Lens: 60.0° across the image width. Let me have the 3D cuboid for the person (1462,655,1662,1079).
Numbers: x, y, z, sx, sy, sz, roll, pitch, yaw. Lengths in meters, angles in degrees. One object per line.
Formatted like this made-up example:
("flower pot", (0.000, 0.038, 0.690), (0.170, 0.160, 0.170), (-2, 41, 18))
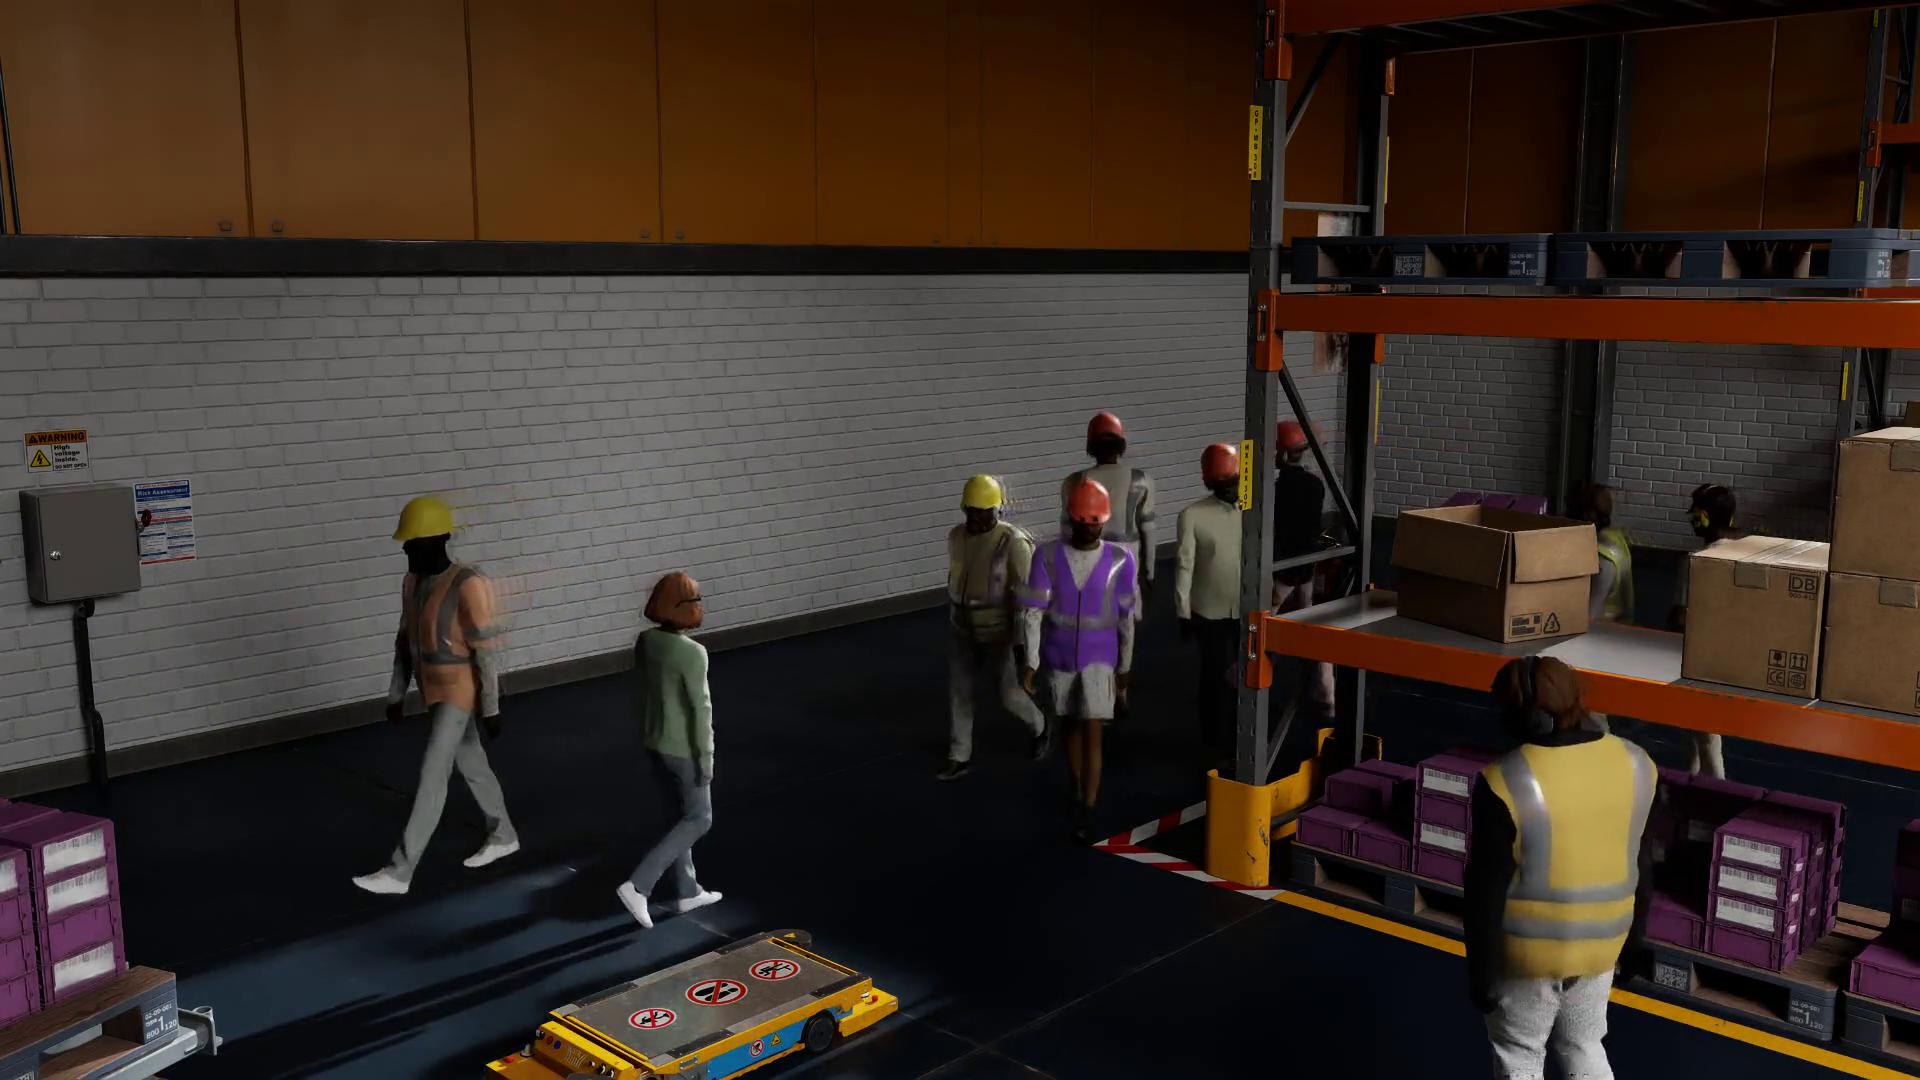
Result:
("person", (1.813, 1.241, 5.016), (0.641, 1.806, 0.595), (-2, 9, -12))

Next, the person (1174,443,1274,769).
("person", (1.560, 0.389, 9.801), (0.700, 1.953, 0.532), (-3, 10, -17))

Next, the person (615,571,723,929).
("person", (-1.305, 0.942, 7.438), (0.588, 1.618, 0.507), (-9, 13, -44))

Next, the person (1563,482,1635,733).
("person", (3.355, 0.603, 8.877), (0.436, 1.830, 0.642), (4, 10, 22))

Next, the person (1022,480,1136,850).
("person", (0.617, 0.620, 8.618), (0.560, 1.873, 1.025), (2, 9, 11))

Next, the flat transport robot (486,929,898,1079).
("flat transport robot", (-0.969, 1.810, 6.227), (0.652, 0.197, 1.431), (9, 13, 43))

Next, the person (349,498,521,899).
("person", (-2.519, 0.733, 7.925), (0.618, 1.871, 0.992), (9, 13, 43))

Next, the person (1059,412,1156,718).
("person", (0.952, 0.190, 10.774), (0.637, 2.031, 0.589), (1, 9, 9))

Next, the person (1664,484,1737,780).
("person", (3.805, 0.621, 8.700), (0.550, 1.840, 0.769), (-4, 10, -25))

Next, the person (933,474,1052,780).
("person", (0.223, 0.487, 9.716), (0.618, 1.799, 0.775), (8, 12, 39))

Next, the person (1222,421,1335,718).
("person", (2.147, 0.178, 11.115), (0.651, 1.937, 1.009), (-8, 12, -40))
